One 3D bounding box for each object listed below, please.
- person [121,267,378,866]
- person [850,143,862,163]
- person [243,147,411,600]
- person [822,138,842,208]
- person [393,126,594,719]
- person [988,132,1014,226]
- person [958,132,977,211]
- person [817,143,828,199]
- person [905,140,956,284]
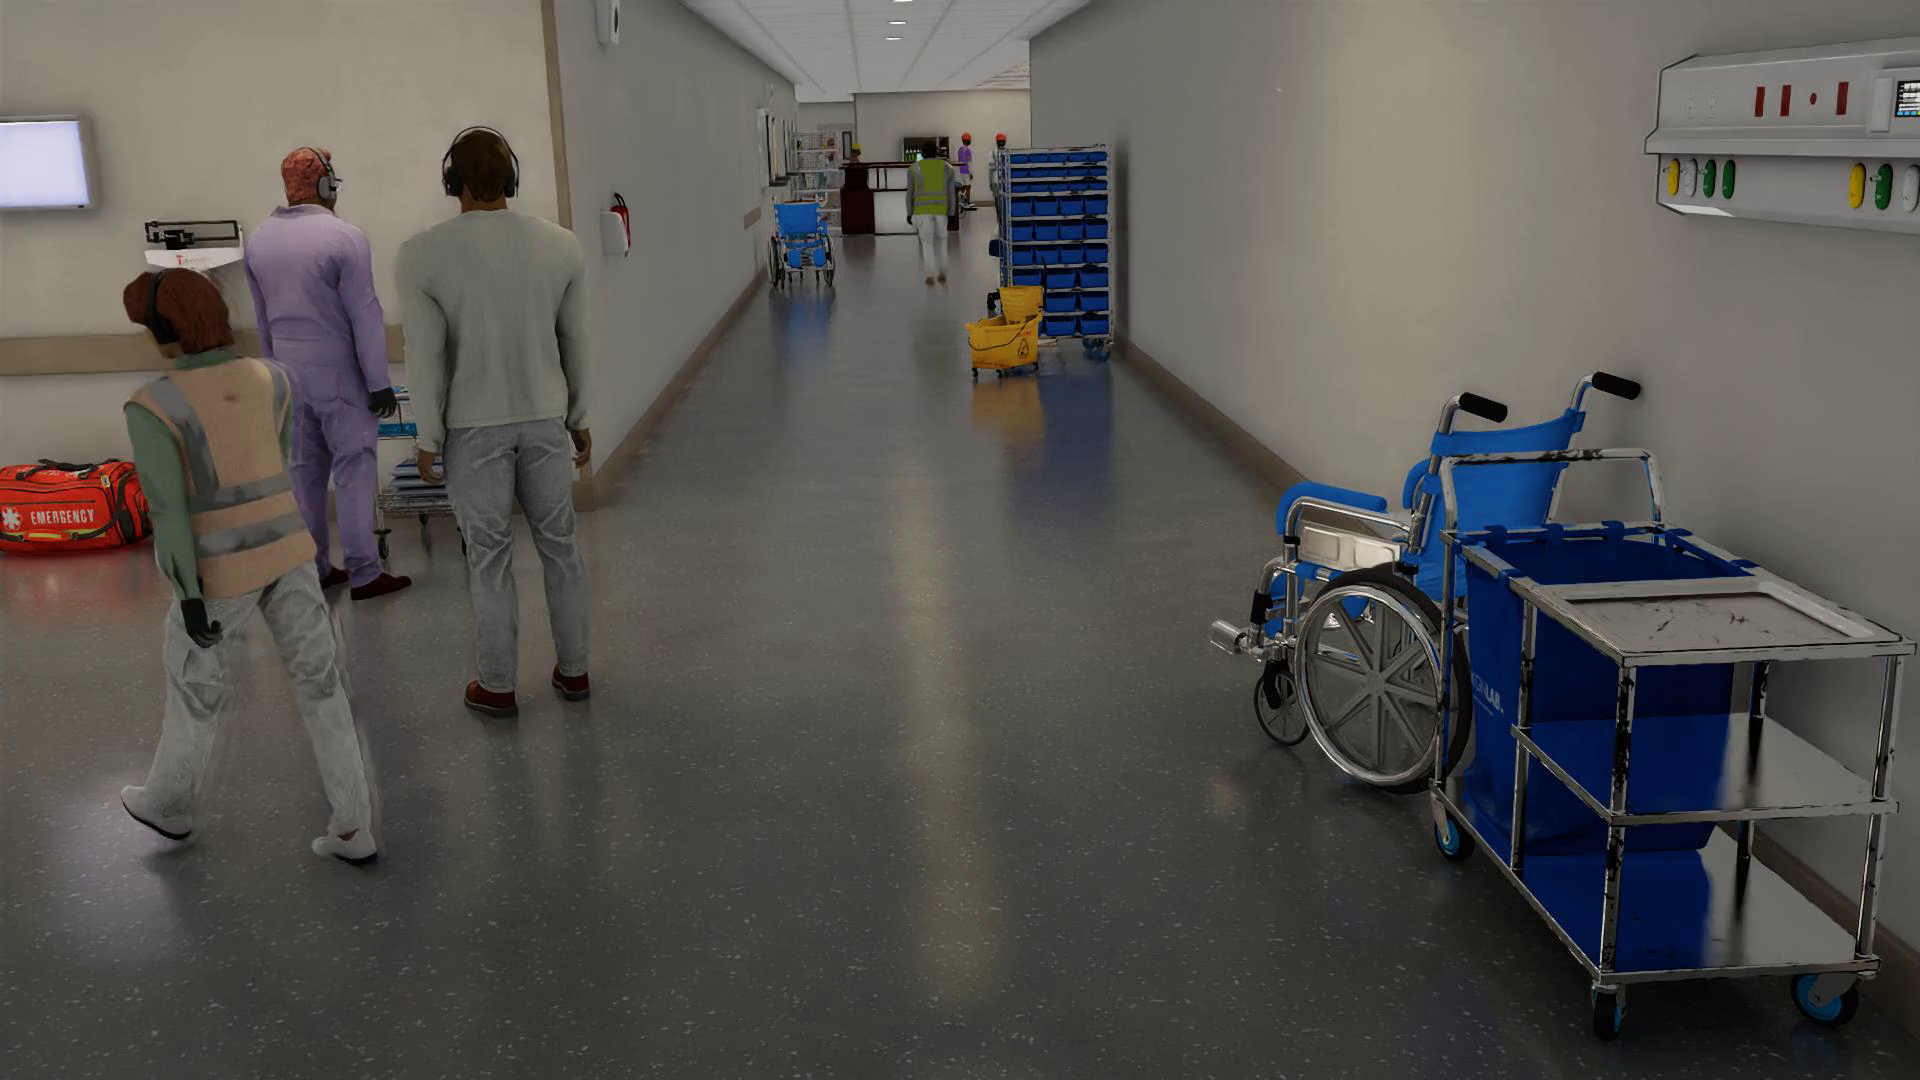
[{"bbox_3d":[-1.954,0.083,4.411,0.873,1.589,0.522,6,16,30],"label":"person"},{"bbox_3d":[-2.403,-8.329,38.680,0.327,1.765,0.528,-7,15,-20],"label":"person"},{"bbox_3d":[-2.665,-0.695,7.066,0.650,1.901,0.398,5,15,26],"label":"person"},{"bbox_3d":[-3.404,-9.727,44.288,0.581,1.882,0.339,-12,17,-37],"label":"person"},{"bbox_3d":[-1.506,-0.372,5.507,0.630,1.940,0.372,-10,16,-32],"label":"person"},{"bbox_3d":[0.867,-7.388,34.108,0.547,1.913,0.539,-2,14,-3],"label":"person"},{"bbox_3d":[0.175,-9.244,41.768,0.360,1.938,0.546,-9,16,-29],"label":"person"},{"bbox_3d":[-4.311,-11.613,52.447,0.432,1.744,0.554,-11,17,-35],"label":"person"},{"bbox_3d":[-0.393,-4.229,21.508,0.626,1.813,0.744,-5,14,-12],"label":"person"}]
